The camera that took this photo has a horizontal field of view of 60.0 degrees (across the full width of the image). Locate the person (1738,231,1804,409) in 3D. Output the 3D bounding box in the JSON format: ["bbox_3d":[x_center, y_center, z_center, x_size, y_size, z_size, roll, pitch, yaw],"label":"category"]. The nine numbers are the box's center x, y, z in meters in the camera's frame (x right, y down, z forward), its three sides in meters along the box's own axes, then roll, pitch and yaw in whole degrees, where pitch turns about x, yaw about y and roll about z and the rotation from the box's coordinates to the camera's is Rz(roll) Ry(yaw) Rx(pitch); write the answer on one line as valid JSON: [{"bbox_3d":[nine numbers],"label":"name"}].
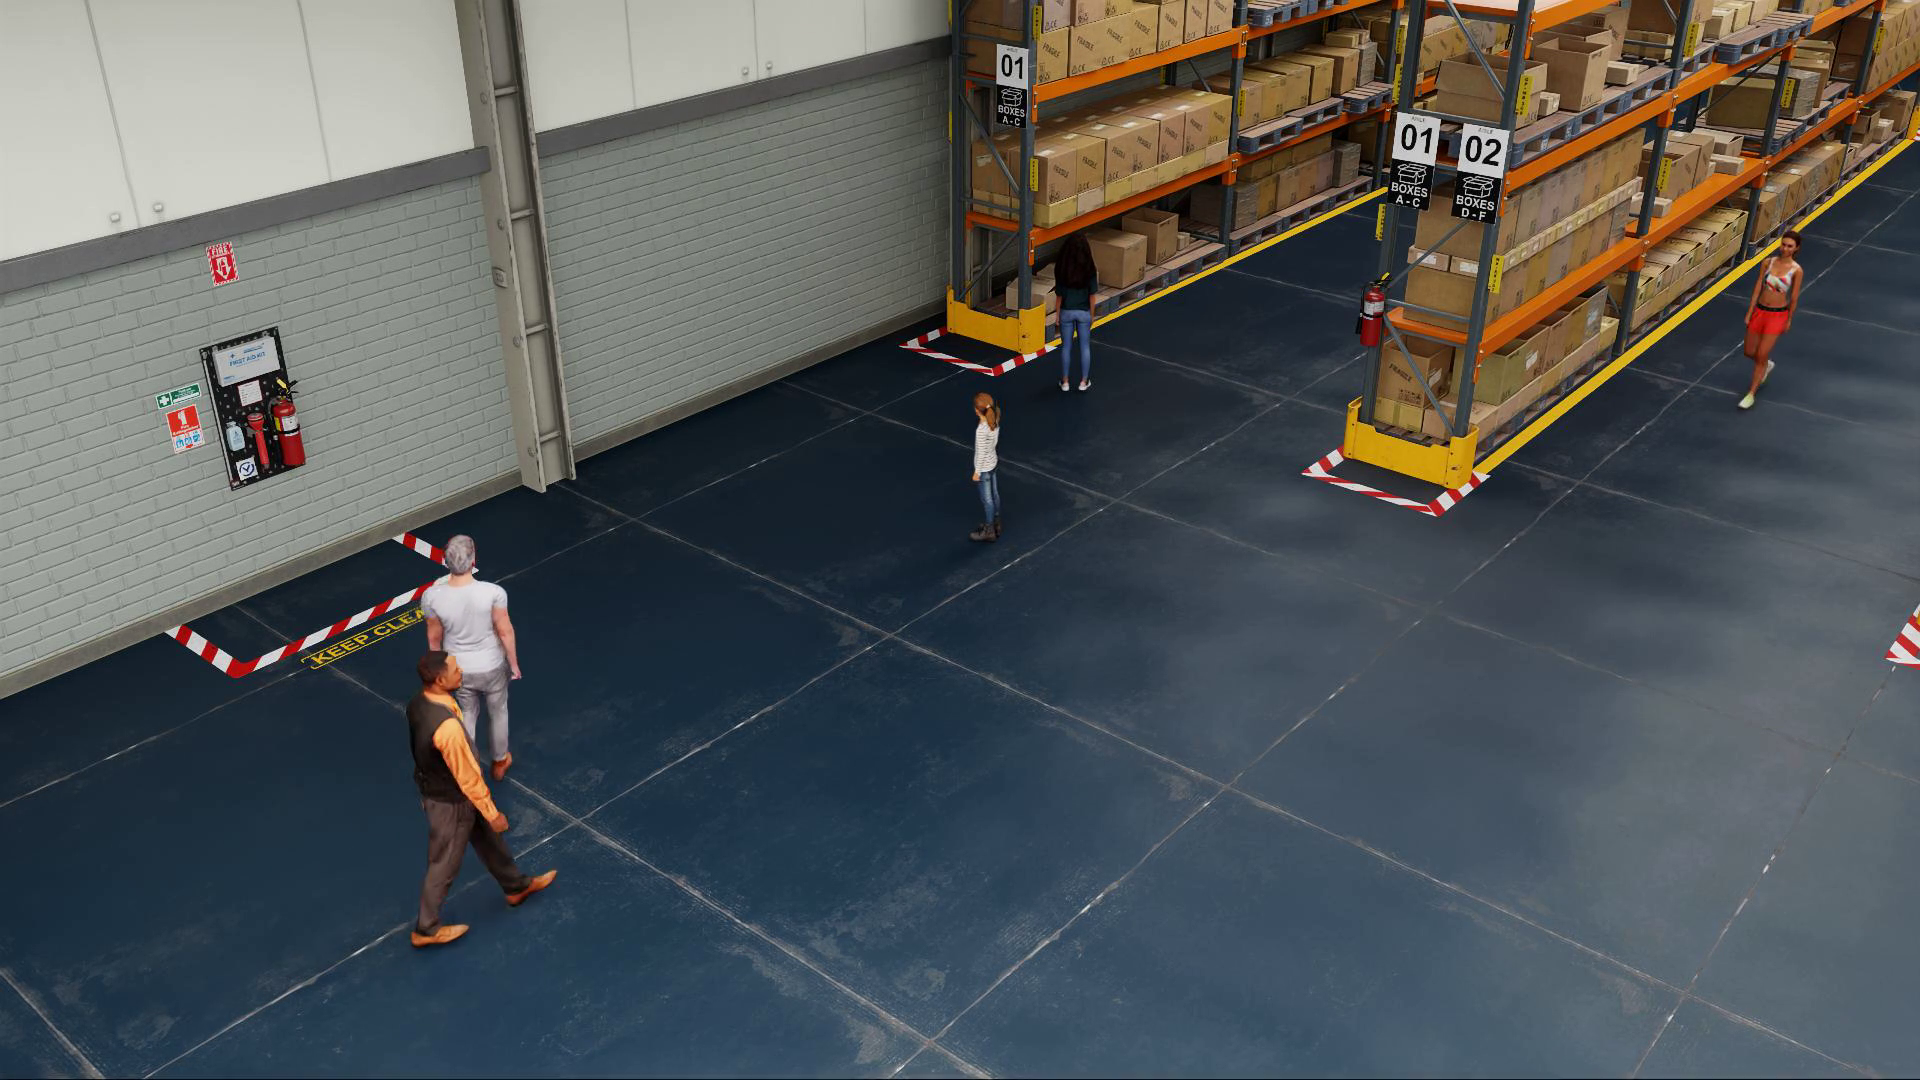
[{"bbox_3d":[7.952,-2.183,16.283,0.930,1.774,0.651,-23,36,-36],"label":"person"}]

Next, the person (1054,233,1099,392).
[{"bbox_3d":[1.151,-2.277,16.628,0.709,1.616,0.748,3,28,6],"label":"person"}]

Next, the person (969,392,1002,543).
[{"bbox_3d":[0.224,-0.607,13.815,0.576,1.313,0.451,12,30,21],"label":"person"}]

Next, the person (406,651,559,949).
[{"bbox_3d":[-2.939,1.498,9.272,1.239,1.869,0.968,-14,31,-24],"label":"person"}]

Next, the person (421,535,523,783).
[{"bbox_3d":[-3.090,0.841,10.562,1.000,1.815,1.073,-1,28,-2],"label":"person"}]
